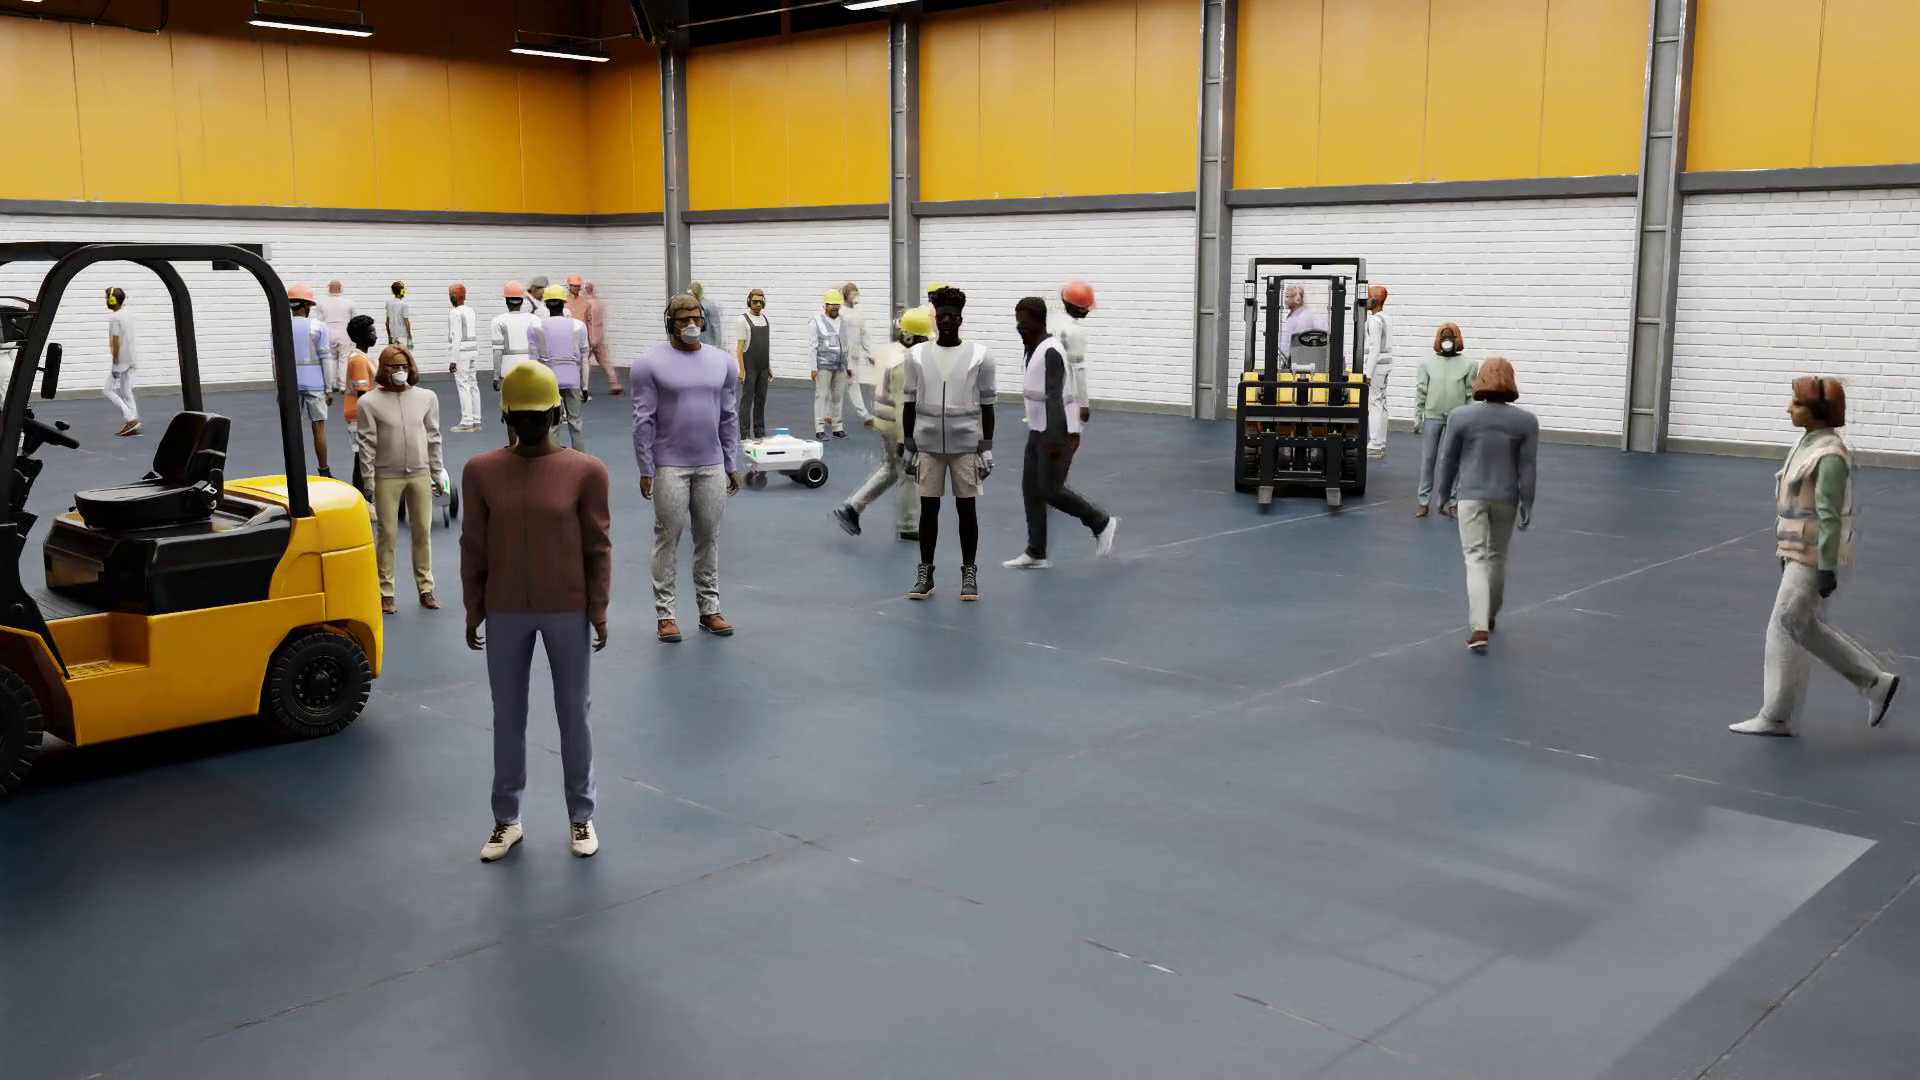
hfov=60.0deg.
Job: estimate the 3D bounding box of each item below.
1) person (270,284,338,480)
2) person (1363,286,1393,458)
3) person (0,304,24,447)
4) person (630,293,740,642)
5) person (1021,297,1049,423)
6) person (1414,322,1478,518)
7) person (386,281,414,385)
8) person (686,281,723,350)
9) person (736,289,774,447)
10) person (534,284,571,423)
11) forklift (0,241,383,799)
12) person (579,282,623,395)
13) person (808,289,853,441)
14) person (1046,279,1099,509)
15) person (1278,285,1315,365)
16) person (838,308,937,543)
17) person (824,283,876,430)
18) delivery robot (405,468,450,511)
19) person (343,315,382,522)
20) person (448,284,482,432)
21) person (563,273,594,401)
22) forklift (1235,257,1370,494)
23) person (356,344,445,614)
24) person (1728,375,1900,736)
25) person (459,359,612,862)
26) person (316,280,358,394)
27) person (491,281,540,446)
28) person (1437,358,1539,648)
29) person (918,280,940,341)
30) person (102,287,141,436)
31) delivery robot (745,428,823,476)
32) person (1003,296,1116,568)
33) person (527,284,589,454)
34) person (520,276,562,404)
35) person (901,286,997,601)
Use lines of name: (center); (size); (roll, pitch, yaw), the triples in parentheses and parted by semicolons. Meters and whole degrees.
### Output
person: (-6.233, -1.460, 15.812); (0.546, 1.927, 0.385); (-1, 9, -4)
person: (4.562, -1.841, 18.285); (0.355, 1.882, 0.573); (5, 10, 28)
person: (-11.057, -1.911, 19.148); (0.313, 1.741, 0.487); (0, 9, -3)
person: (-1.521, -0.408, 9.328); (0.630, 1.940, 0.372); (-6, 11, -31)
person: (1.031, -2.412, 22.350); (0.532, 1.697, 0.319); (-9, 13, -44)
person: (4.033, -0.992, 13.839); (0.507, 1.631, 0.266); (3, 10, 16)
person: (-9.263, -3.339, 27.526); (0.578, 1.868, 0.348); (5, 11, 28)
person: (-3.619, -2.759, 23.908); (0.743, 1.899, 0.434); (8, 12, 40)
person: (-2.384, -2.000, 19.382); (0.326, 1.841, 0.516); (7, 12, 37)
person: (-5.433, -2.490, 22.304); (0.528, 1.871, 0.323); (-2, 9, -10)
forklift: (-3.706, -0.171, 7.093); (1.214, 2.155, 2.313); (9, 13, 43)
person: (-6.004, -3.281, 27.215); (0.978, 1.870, 0.644); (2, 9, 11)
person: (-1.548, -2.111, 20.099); (0.600, 1.827, 0.403); (-7, 12, -38)
person: (0.896, -1.256, 14.419); (0.392, 1.991, 0.752); (-4, 10, -22)
person: (3.834, -2.022, 19.384); (0.684, 1.883, 0.690); (-1, 9, -4)
person: (-0.531, -0.842, 12.475); (0.697, 1.787, 0.644); (-2, 9, -10)
person: (-1.395, -2.367, 21.494); (1.016, 1.884, 0.650); (5, 11, 29)
delivery robot: (-4.350, -0.455, 13.559); (0.477, 0.478, 0.707); (-3, 10, -19)
person: (-4.895, -0.997, 13.673); (0.322, 1.697, 0.533); (-3, 10, -17)
person: (-6.314, -2.307, 21.136); (0.342, 1.881, 0.579); (2, 9, 11)
person: (-6.036, -3.168, 26.070); (0.609, 1.997, 0.375); (-7, 11, -35)
forklift: (3.309, -1.629, 16.029); (1.214, 2.155, 2.313); (2, 9, 11)
person: (-3.370, -0.368, 10.047); (0.494, 1.624, 0.279); (-7, 12, -37)
person: (3.793, 0.082, 7.295); (0.613, 1.618, 0.521); (3, 10, 18)
person: (-1.482, 0.250, 5.831); (0.522, 1.765, 0.317); (-1, 9, -6)
person: (-10.364, -3.398, 27.869); (0.649, 1.877, 0.835); (-1, 9, -7)
person: (-4.744, -1.794, 17.824); (0.543, 1.939, 0.360); (-5, 11, -30)
person: (2.924, -0.212, 9.210); (0.502, 1.587, 0.841); (1, 9, 8)
person: (-0.364, -2.937, 24.938); (0.597, 1.906, 0.785); (-3, 10, -16)
person: (-10.371, -2.188, 20.508); (0.398, 1.852, 0.548); (0, 9, -2)
delivery robot: (-1.675, -0.819, 15.789); (0.707, 0.478, 0.477); (-4, 10, -22)
person: (0.682, -0.735, 11.485); (0.714, 1.886, 0.651); (-2, 9, -12)
person: (-3.887, -1.507, 16.117); (0.586, 1.921, 0.383); (-4, 10, -23)
person: (-6.567, -3.101, 25.527); (1.007, 2.000, 0.695); (6, 11, 35)
person: (-0.075, -0.598, 10.406); (0.607, 1.966, 0.366); (1, 9, 9)
